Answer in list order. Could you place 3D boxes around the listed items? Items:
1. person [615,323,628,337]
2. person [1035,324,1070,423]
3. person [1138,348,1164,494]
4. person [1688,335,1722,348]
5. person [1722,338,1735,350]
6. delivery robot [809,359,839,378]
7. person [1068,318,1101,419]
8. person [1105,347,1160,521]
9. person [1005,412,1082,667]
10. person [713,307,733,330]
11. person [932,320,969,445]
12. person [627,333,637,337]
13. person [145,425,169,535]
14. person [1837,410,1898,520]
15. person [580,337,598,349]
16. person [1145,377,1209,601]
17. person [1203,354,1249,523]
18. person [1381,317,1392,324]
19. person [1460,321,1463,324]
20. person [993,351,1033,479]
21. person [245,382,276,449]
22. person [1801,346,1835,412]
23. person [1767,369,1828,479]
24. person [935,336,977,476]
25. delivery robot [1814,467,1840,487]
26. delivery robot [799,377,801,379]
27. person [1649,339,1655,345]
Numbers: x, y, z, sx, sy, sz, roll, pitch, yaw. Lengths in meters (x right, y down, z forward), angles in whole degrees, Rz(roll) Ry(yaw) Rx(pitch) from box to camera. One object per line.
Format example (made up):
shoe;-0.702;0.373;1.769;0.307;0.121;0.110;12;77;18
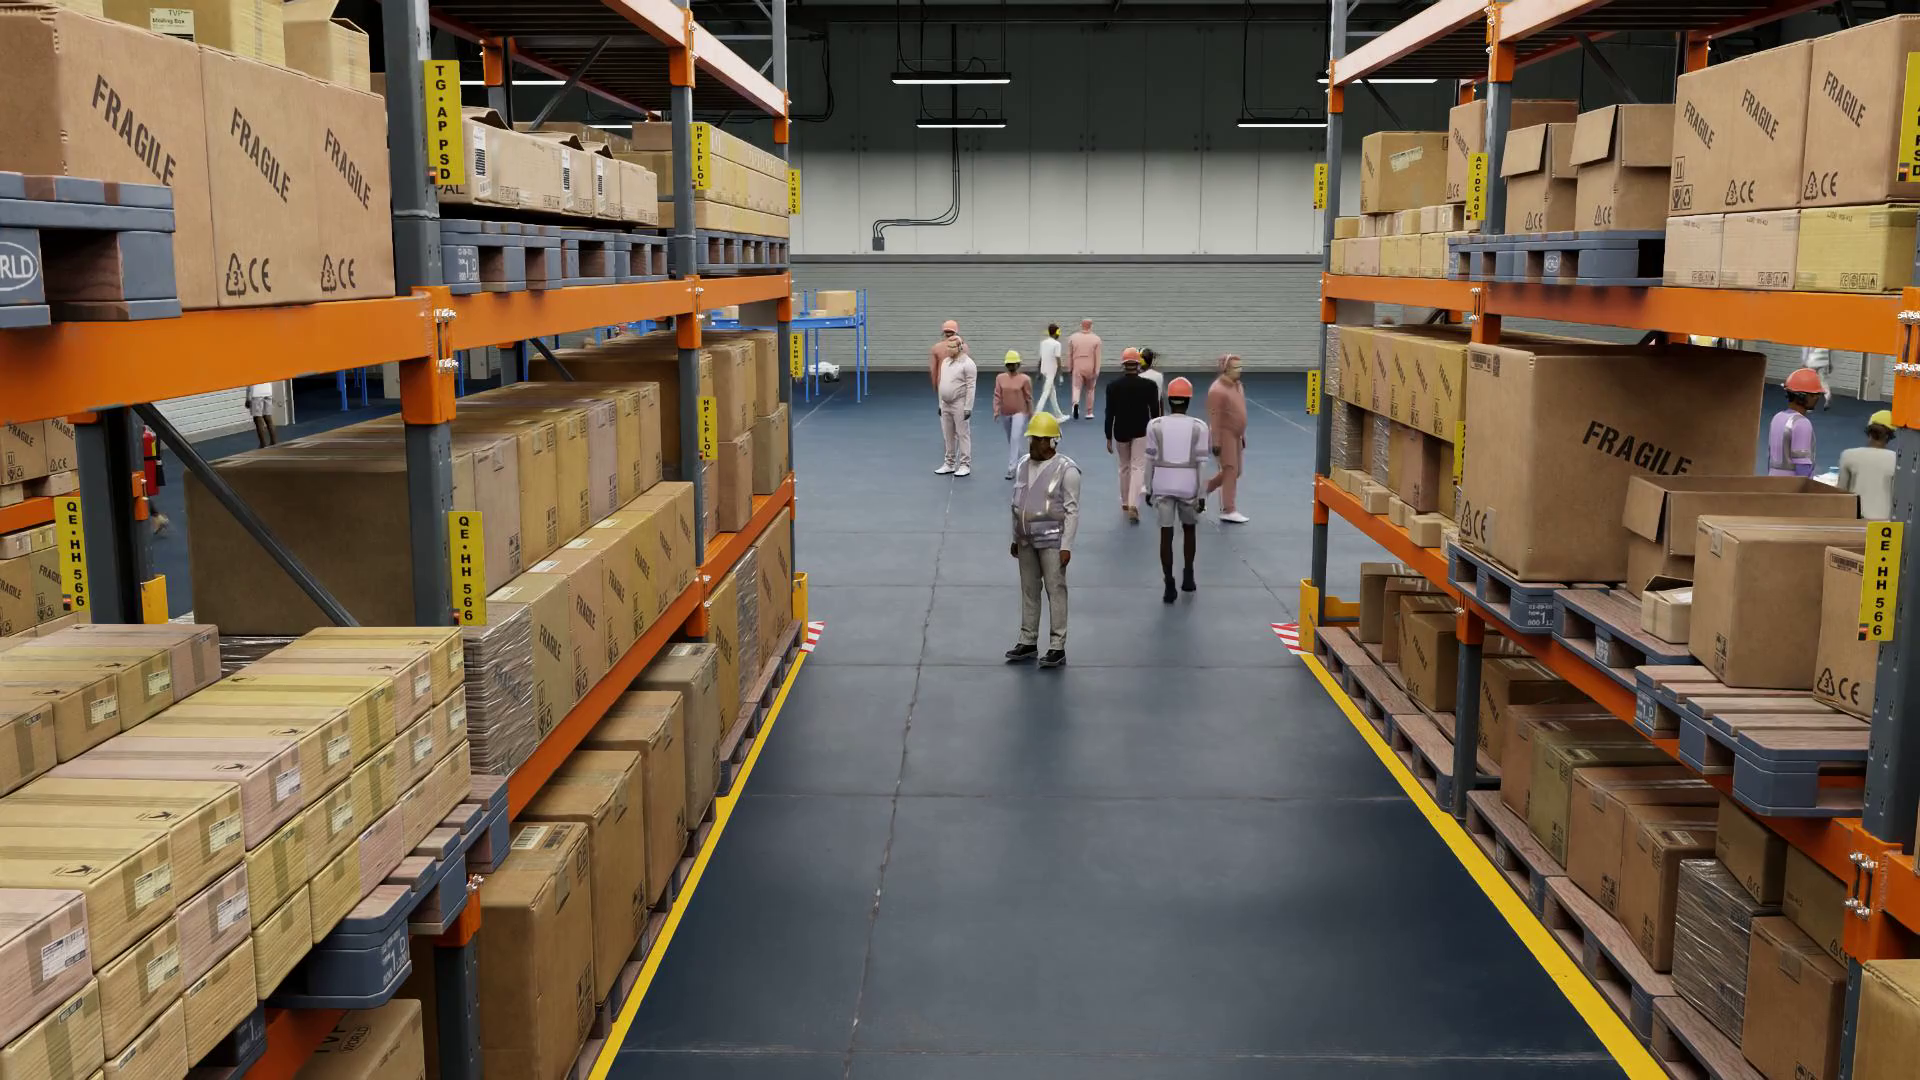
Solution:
person;-5.813;-2.821;28.639;0.404;1.911;0.636;5;11;26
person;1.659;-2.973;29.858;0.986;1.796;0.627;-6;11;-34
person;2.389;-1.481;20.813;0.515;1.846;0.498;8;12;40
person;14.456;-3.400;32.304;0.629;1.842;0.429;6;11;30
person;15.729;-3.743;34.386;0.533;1.830;0.407;4;10;20
delivery robot;-3.318;-4.170;40.609;0.707;0.478;0.477;4;10;24
person;2.294;-3.166;30.774;0.640;1.886;0.775;2;10;13
person;1.956;-1.212;18.907;0.614;1.948;1.029;2;10;14
person;0.586;-0.013;12.040;0.590;1.835;0.404;9;13;42
person;-5.865;-4.986;41.677;0.972;1.875;0.611;5;11;29
person;-0.129;-2.523;26.637;0.653;1.973;0.627;2;10;13
person;-4.610;-1.965;23.563;0.660;1.890;0.993;-4;10;-22
person;-8.791;-0.873;17.728;0.840;1.666;0.530;3;10;19
person;7.322;-0.166;13.369;0.535;1.700;0.877;8;12;39
person;-4.873;-1.704;21.903;0.664;1.921;0.471;-5;11;-26
person;1.880;-0.458;14.487;0.546;1.914;0.722;1;10;8
person;2.959;-1.160;18.765;0.668;1.885;0.665;5;11;29
person;8.786;-3.701;34.292;0.634;1.789;0.975;1;10;6
person;10.955;-4.104;36.752;0.526;1.768;0.331;-2;10;-9
person;0.739;-1.722;22.625;0.507;1.721;0.874;5;11;25
person;-10.413;-2.173;24.743;0.358;1.926;0.653;2;10;12
person;16.655;-3.425;32.229;0.615;1.924;0.672;0;9;1
person;6.812;-0.376;13.588;0.374;2.042;0.615;1;10;5
person;-0.073;-1.835;22.743;0.411;1.908;0.643;-9;13;-44
delivery robot;10.079;-0.596;19.202;0.477;0.478;0.707;-2;10;-9
delivery robot;-4.132;-4.070;40.011;0.707;0.478;0.477;3;10;16
person;8.957;-1.661;21.700;0.569;1.905;0.766;3;10;19
